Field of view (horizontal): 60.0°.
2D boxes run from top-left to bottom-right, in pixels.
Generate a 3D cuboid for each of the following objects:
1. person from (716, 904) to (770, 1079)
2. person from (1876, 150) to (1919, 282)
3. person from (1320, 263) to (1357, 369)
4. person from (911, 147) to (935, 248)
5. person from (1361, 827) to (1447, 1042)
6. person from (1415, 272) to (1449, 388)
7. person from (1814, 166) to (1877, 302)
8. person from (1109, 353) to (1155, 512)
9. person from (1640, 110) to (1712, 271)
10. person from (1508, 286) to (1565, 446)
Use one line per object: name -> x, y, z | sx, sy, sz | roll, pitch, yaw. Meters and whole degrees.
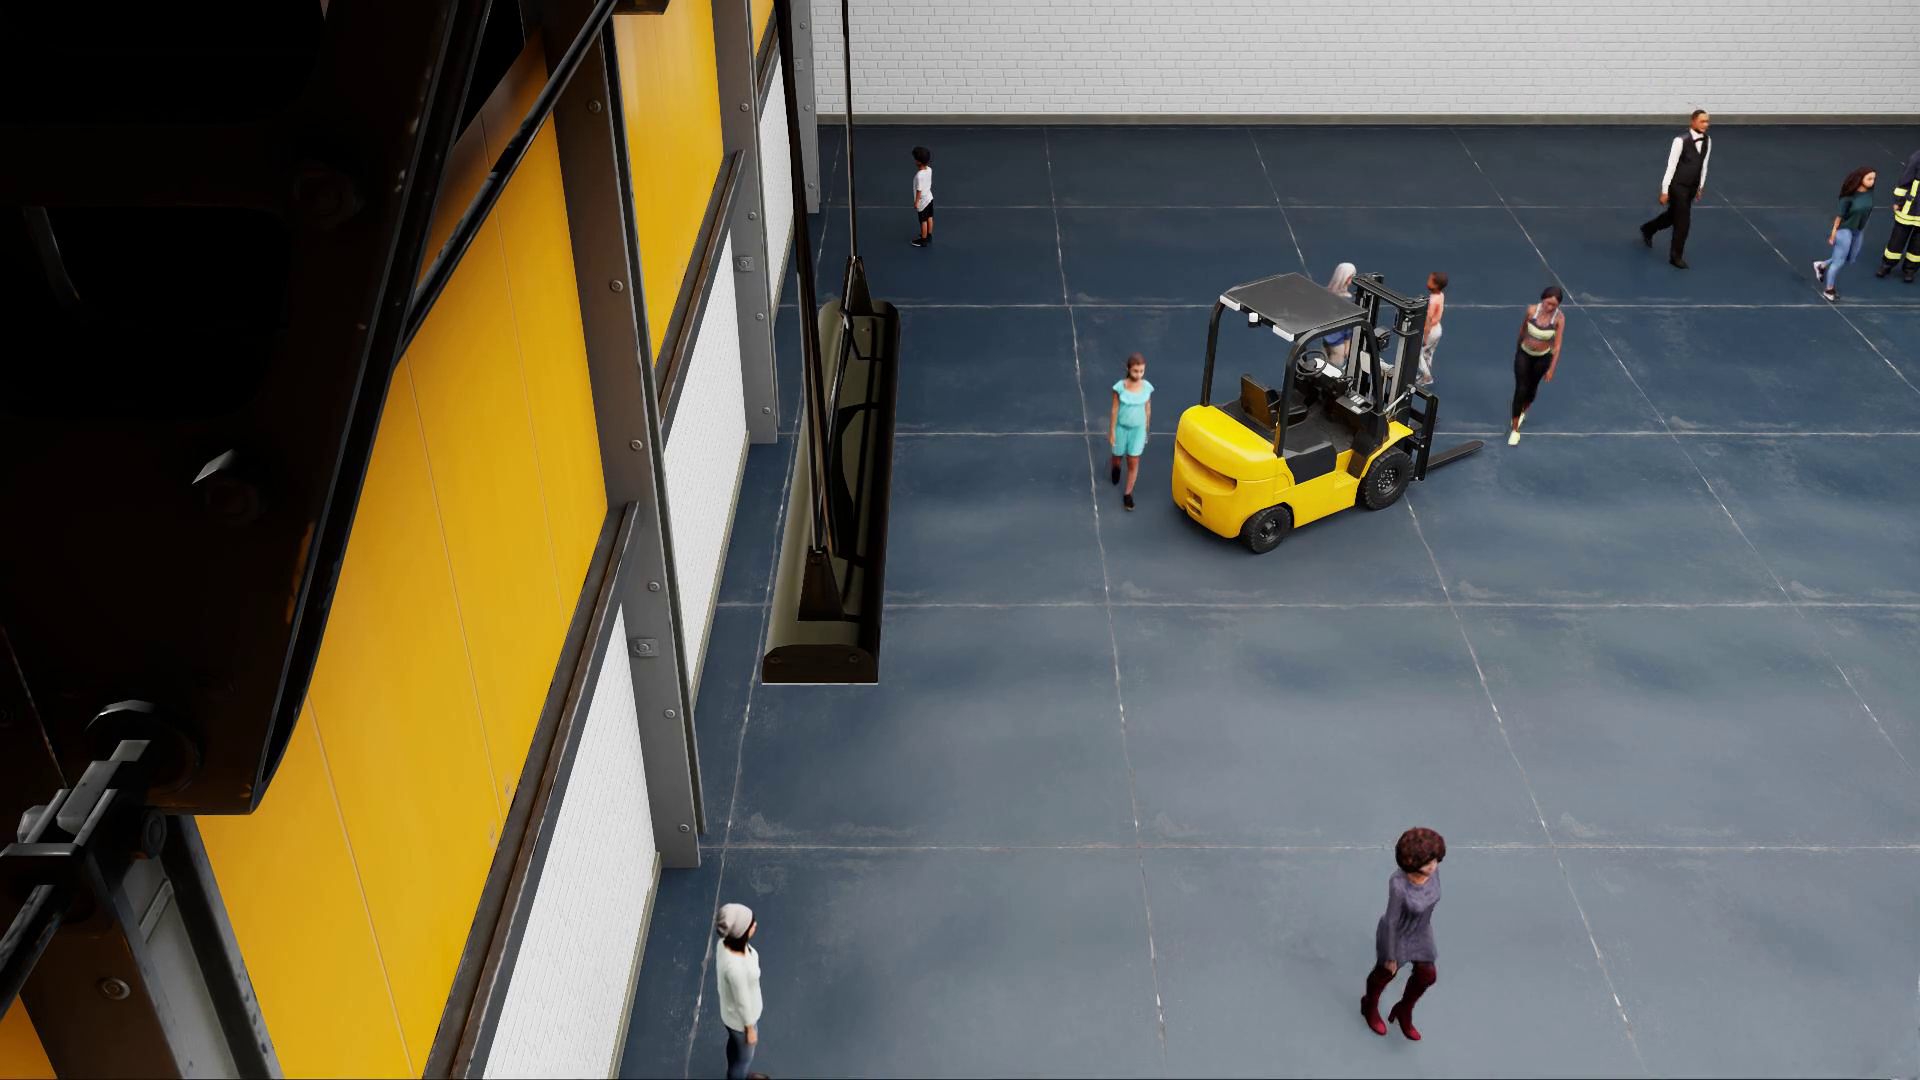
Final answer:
person -> -1.294, 2.749, 9.775 | 0.657, 1.645, 0.489 | -6, 34, -8
person -> 11.388, -4.001, 19.676 | 0.899, 1.925, 0.888 | 18, 38, 25
person -> 3.809, -2.029, 16.915 | 0.741, 1.698, 0.606 | -10, 35, -15
person -> -0.446, -4.279, 20.694 | 0.627, 1.262, 0.543 | 17, 37, 23
person -> 2.677, 2.391, 10.267 | 0.736, 1.697, 0.780 | -19, 38, -27
person -> 5.000, -2.190, 17.511 | 0.660, 1.306, 0.589 | 20, 38, 27
person -> 10.291, -3.611, 19.381 | 0.714, 1.604, 0.859 | -10, 35, -15
person -> 1.579, -1.065, 15.599 | 0.557, 1.551, 0.799 | -1, 34, -1
person -> 8.707, -4.302, 20.164 | 1.000, 1.888, 1.305 | -13, 36, -18
person -> 5.723, -1.832, 16.621 | 0.836, 1.695, 1.059 | 19, 38, 26
